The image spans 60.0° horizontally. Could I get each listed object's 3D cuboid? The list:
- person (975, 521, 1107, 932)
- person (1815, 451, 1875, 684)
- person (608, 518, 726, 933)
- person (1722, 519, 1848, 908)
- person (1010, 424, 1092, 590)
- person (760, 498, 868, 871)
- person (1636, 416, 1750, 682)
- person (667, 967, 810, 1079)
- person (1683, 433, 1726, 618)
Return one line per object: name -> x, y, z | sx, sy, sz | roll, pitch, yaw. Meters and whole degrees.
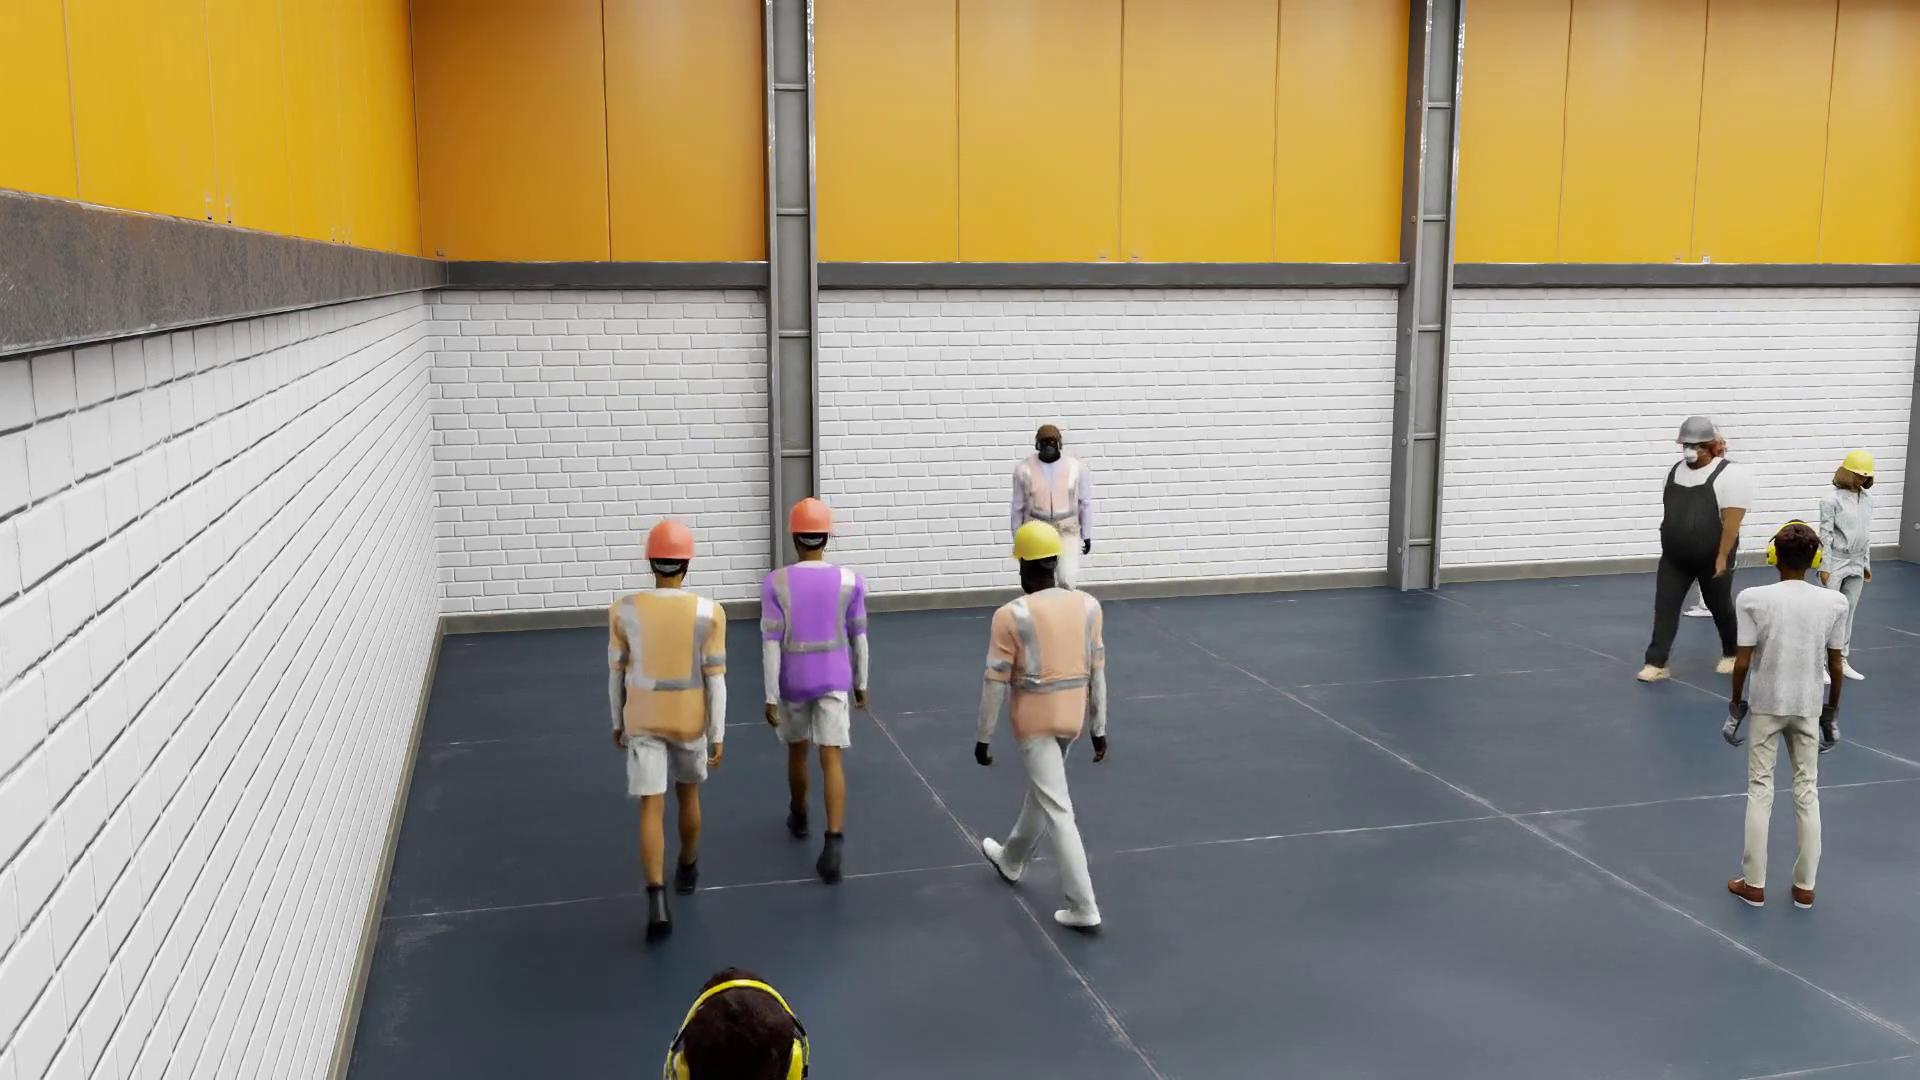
person -> 0.370, 0.847, 7.863 | 0.603, 1.871, 1.041 | -6, 11, -33
person -> 6.577, 0.198, 12.339 | 0.484, 1.735, 0.311 | -4, 10, -21
person -> -1.364, 0.847, 7.797 | 0.545, 1.903, 0.947 | -2, 9, -11
person -> 3.934, 0.831, 7.965 | 0.513, 1.872, 0.331 | 2, 9, 12
person -> 0.734, -0.031, 13.459 | 0.667, 1.836, 0.436 | 0, 9, 3
person -> -0.744, 0.725, 8.592 | 0.564, 1.889, 1.006 | -2, 9, -12
person -> 5.546, 0.029, 12.439 | 1.013, 2.000, 0.685 | -7, 12, -38
person -> -0.404, 1.654, 3.011 | 0.550, 1.817, 0.991 | -1, 9, -8
person -> 6.608, -0.131, 14.689 | 0.309, 1.639, 0.522 | 7, 11, 36
